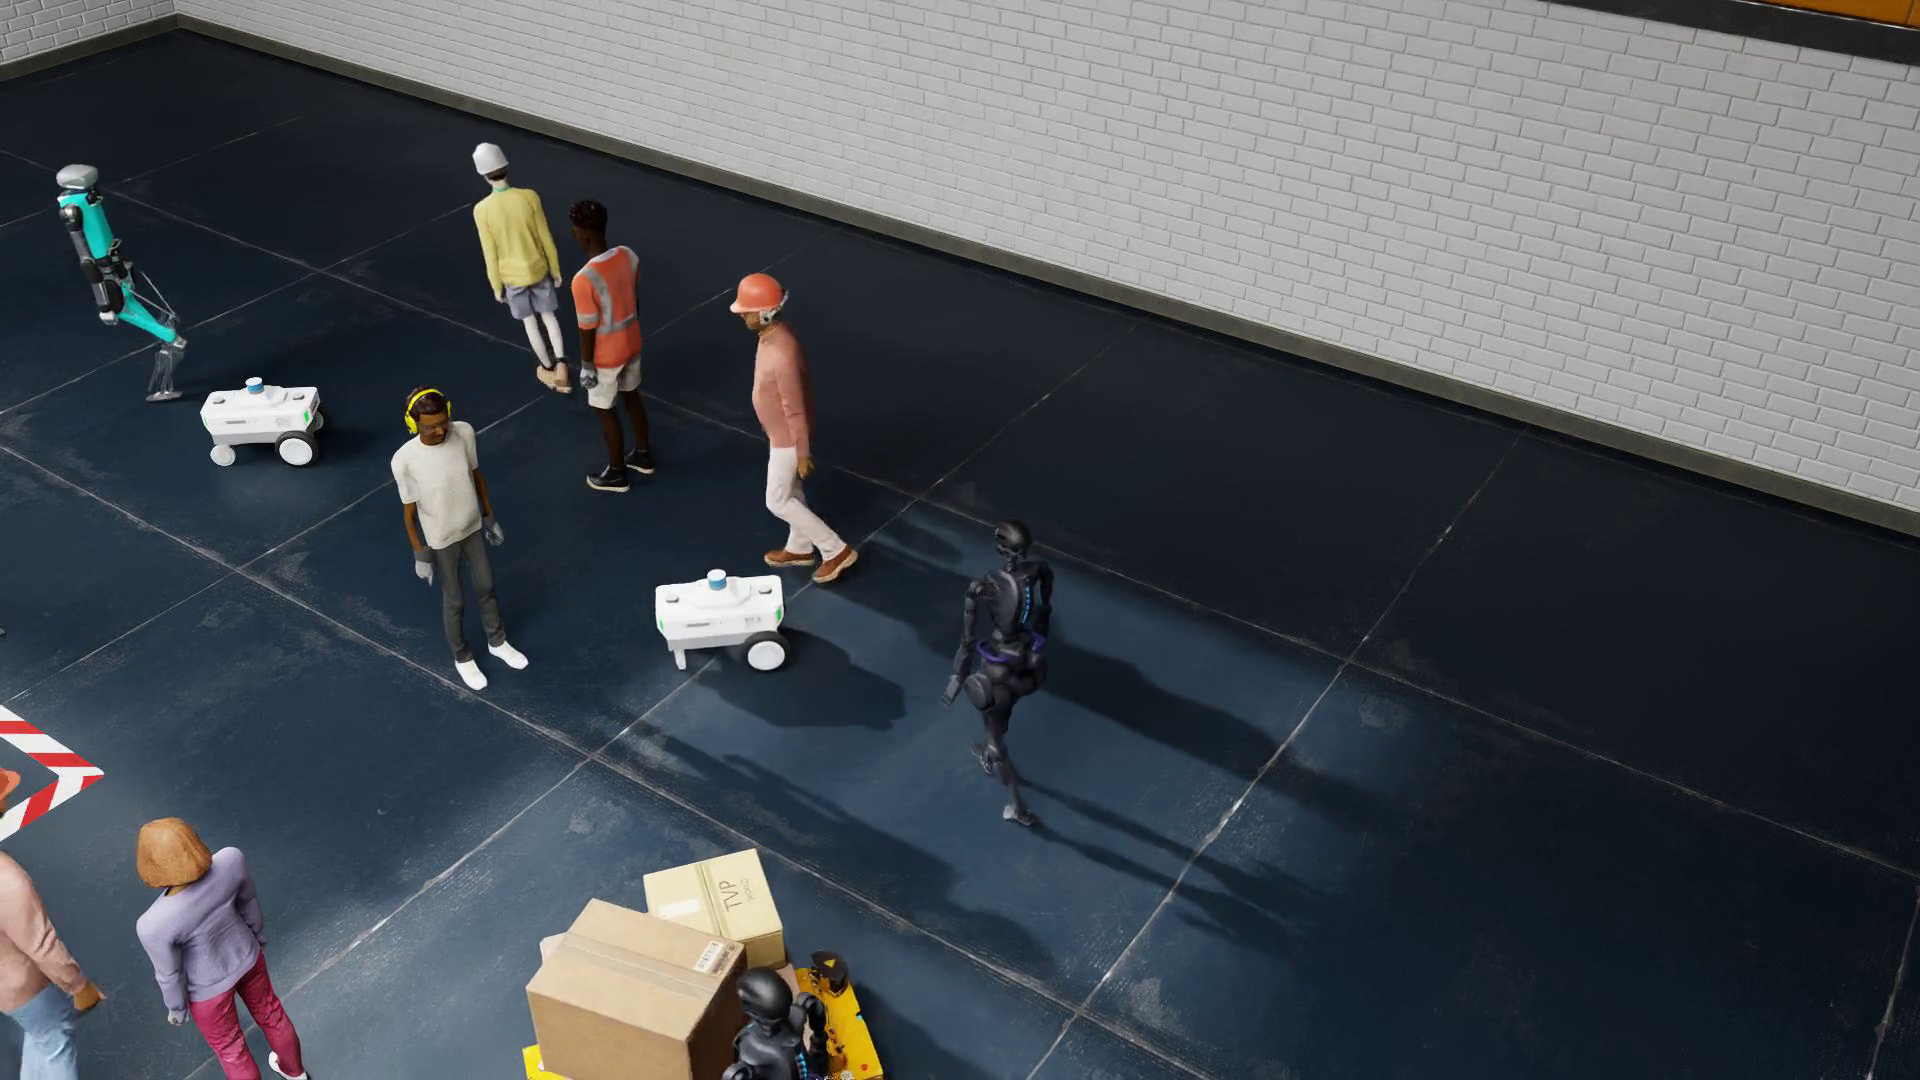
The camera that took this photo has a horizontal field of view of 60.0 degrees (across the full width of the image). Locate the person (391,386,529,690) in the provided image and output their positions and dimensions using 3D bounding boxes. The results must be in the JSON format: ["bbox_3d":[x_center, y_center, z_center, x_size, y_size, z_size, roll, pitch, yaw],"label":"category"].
[{"bbox_3d":[-2.689,-0.013,8.903,0.350,1.856,0.525,26,42,32],"label":"person"}]

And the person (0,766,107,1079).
[{"bbox_3d":[-3.648,1.623,6.465,0.688,1.966,0.488,19,39,25],"label":"person"}]

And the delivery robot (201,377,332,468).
[{"bbox_3d":[-4.648,-0.801,11.176,0.811,0.613,0.499,-3,35,-5],"label":"delivery robot"}]

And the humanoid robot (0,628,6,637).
[{"bbox_3d":[-5.928,-0.214,9.309,0.959,1.780,0.552,18,39,24],"label":"humanoid robot"}]

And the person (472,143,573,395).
[{"bbox_3d":[-2.994,-1.805,11.467,0.517,1.855,0.629,-16,38,-22],"label":"person"}]

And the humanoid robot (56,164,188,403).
[{"bbox_3d":[-5.630,-1.703,11.444,0.694,1.824,0.548,-5,35,-7],"label":"humanoid robot"}]

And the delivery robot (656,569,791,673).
[{"bbox_3d":[-1.315,0.438,9.405,0.786,0.614,0.505,-5,35,-7],"label":"delivery robot"}]

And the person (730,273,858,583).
[{"bbox_3d":[-0.991,-0.648,9.718,0.590,1.965,0.635,-4,35,-6],"label":"person"}]

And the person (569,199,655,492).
[{"bbox_3d":[-2.218,-1.226,10.554,0.386,1.950,0.615,14,37,19],"label":"person"}]

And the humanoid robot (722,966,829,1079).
[{"bbox_3d":[-0.640,2.130,5.989,0.309,1.648,0.610,21,40,27],"label":"humanoid robot"}]

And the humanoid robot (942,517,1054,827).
[{"bbox_3d":[0.210,0.633,8.171,0.616,1.645,0.687,-19,39,-25],"label":"humanoid robot"}]

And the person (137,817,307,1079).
[{"bbox_3d":[-2.945,1.719,6.614,0.287,1.633,0.499,15,38,20],"label":"person"}]

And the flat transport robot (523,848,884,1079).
[{"bbox_3d":[-1.103,2.217,7.095,1.431,0.231,0.659,-11,37,-16],"label":"flat transport robot"}]
